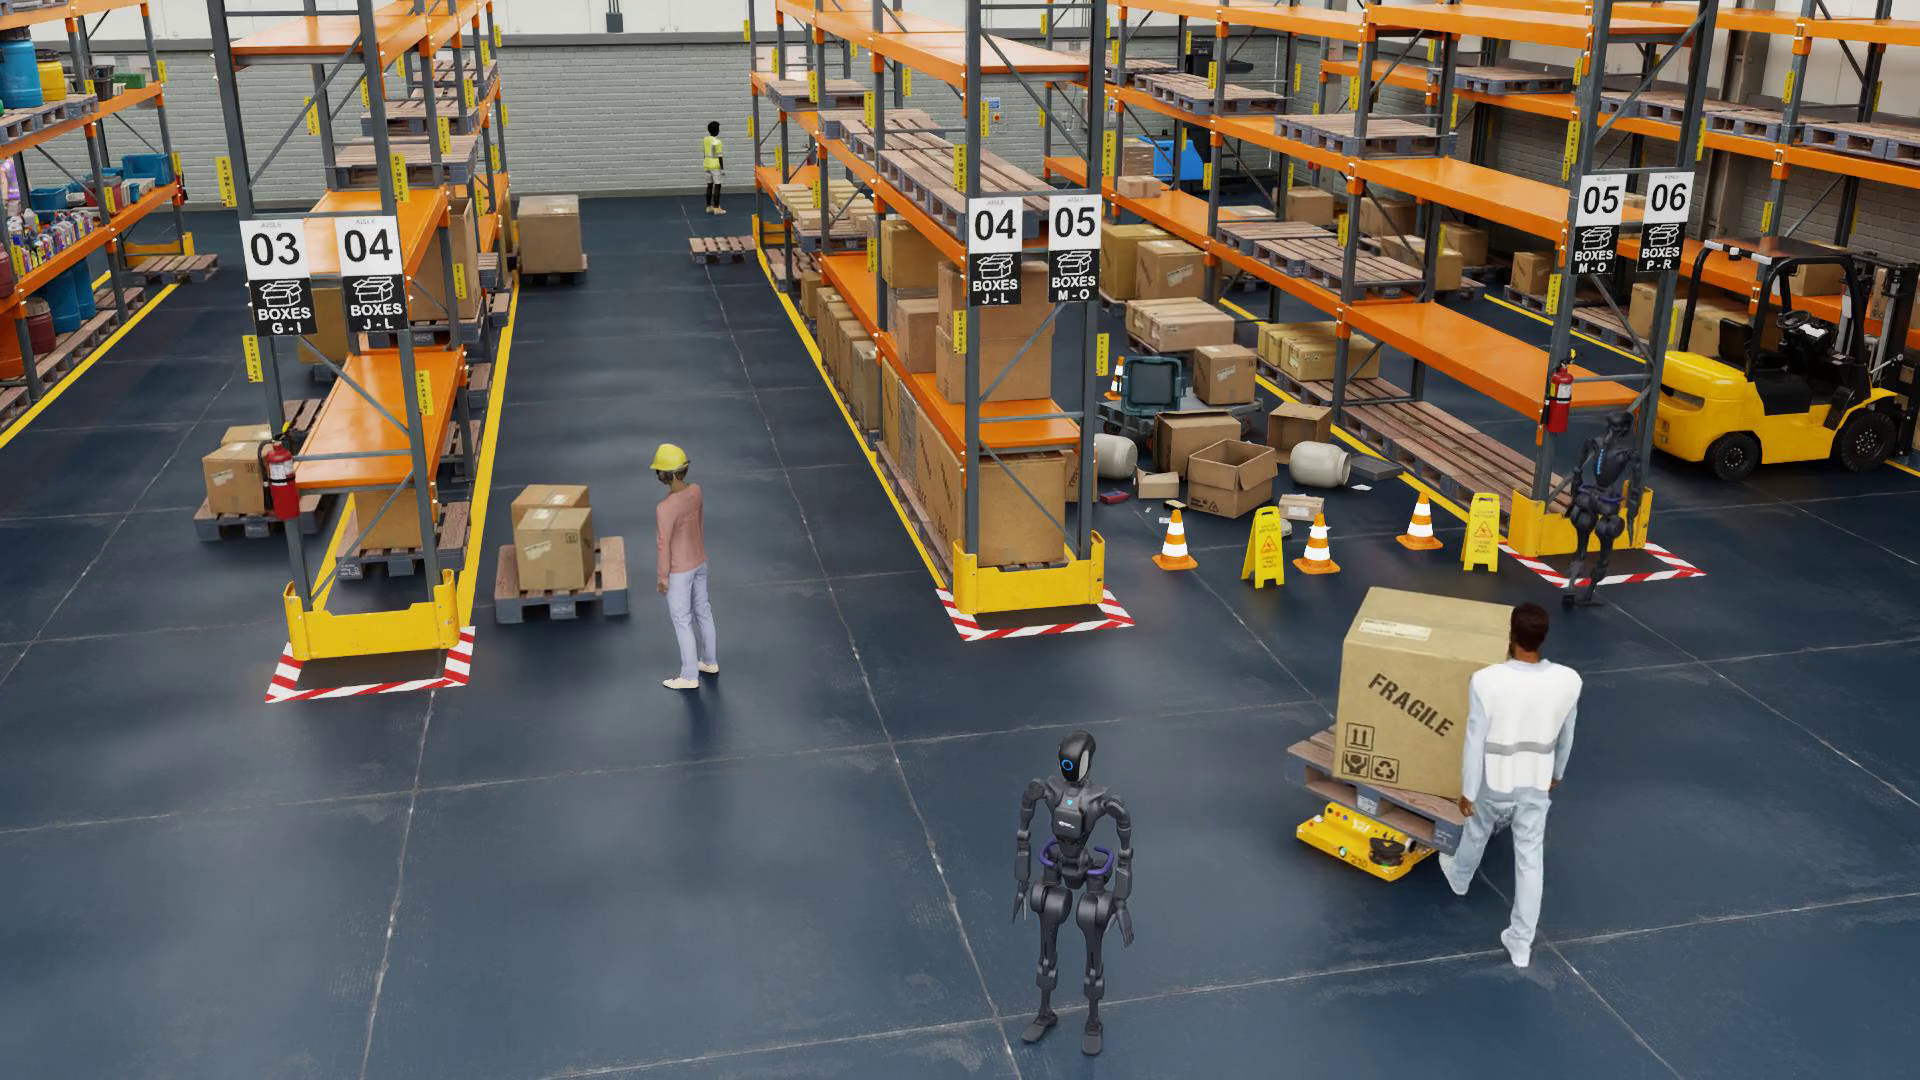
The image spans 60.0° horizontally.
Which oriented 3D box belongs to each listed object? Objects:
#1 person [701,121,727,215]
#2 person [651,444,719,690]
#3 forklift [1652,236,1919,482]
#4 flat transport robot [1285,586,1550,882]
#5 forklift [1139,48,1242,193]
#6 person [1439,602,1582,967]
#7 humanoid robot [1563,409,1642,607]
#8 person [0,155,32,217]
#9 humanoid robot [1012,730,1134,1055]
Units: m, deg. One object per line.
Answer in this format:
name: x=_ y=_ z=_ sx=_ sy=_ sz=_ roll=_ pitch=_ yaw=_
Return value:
person: x=-4.523 y=-6.841 z=30.585 sx=0.537 sy=1.687 sz=0.319 roll=18 pitch=27 yaw=40
person: x=-1.950 y=0.178 z=11.588 sx=0.340 sy=1.758 sz=0.519 roll=8 pitch=22 yaw=21
forklift: x=8.013 y=-1.814 z=16.330 sx=2.313 sy=2.155 sz=1.214 roll=-4 pitch=21 yaw=-12
flat transport robot: x=2.701 y=1.585 z=9.935 sx=1.431 sy=0.231 sz=0.659 roll=-17 pitch=26 yaw=-39
forklift: x=4.566 y=-8.313 z=32.860 sx=1.873 sy=2.768 sz=1.129 roll=-4 pitch=21 yaw=-12
person: x=2.871 y=1.195 z=8.694 sx=0.613 sy=1.867 sz=0.994 roll=0 pitch=20 yaw=-1
humanoid robot: x=4.907 y=-0.227 z=12.820 sx=0.494 sy=1.631 sz=0.614 roll=-14 pitch=25 yaw=-34
person: x=-15.366 y=-5.564 z=27.150 sx=0.347 sy=1.688 sz=0.491 roll=11 pitch=23 yaw=27
humanoid robot: x=0.537 y=1.638 z=7.750 sx=0.599 sy=1.657 sz=0.315 roll=8 pitch=22 yaw=20
